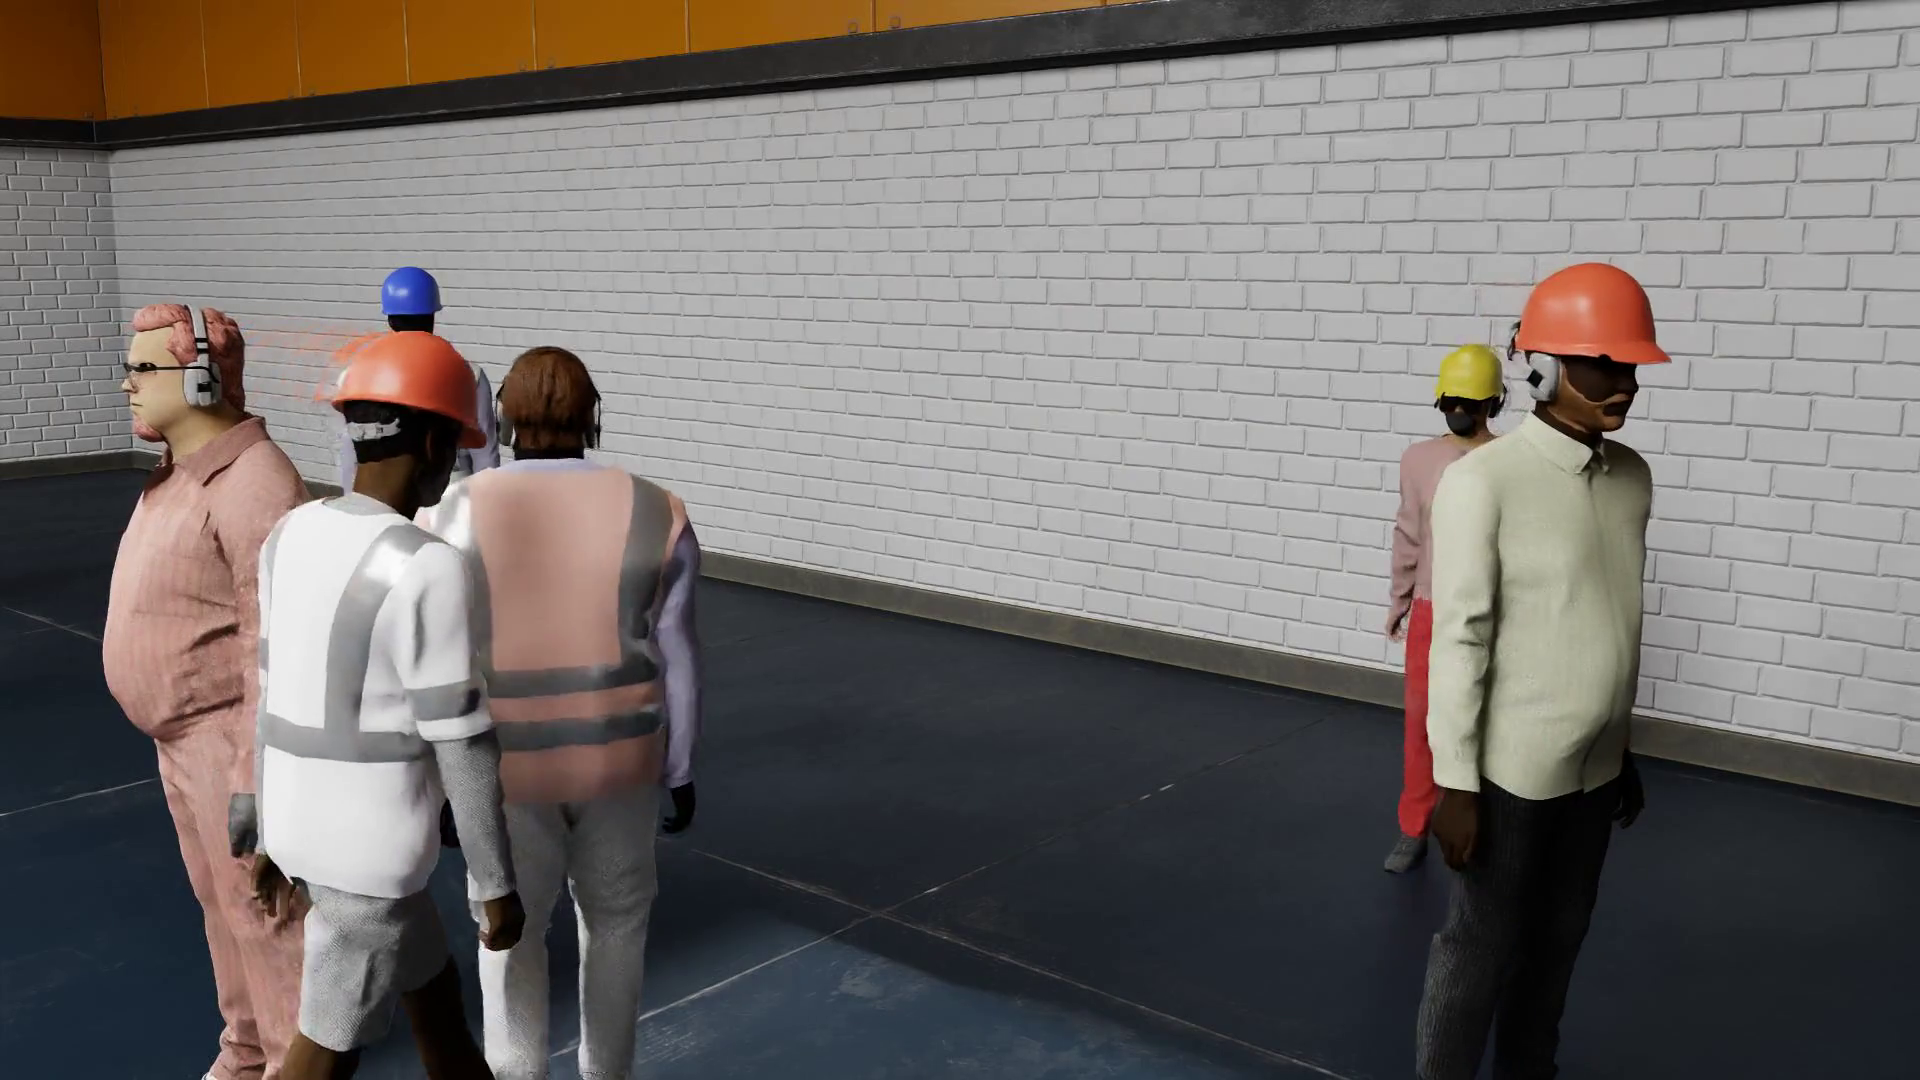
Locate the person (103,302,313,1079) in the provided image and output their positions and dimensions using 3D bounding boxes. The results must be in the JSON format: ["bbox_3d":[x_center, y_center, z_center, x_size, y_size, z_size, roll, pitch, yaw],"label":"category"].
[{"bbox_3d":[-1.621,0.446,3.621,0.406,1.911,0.636,-8,13,-38],"label":"person"}]

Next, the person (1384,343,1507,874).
[{"bbox_3d":[1.713,0.206,5.489,0.557,1.735,0.711,10,14,44],"label":"person"}]

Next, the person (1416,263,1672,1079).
[{"bbox_3d":[1.196,0.444,3.389,0.622,1.990,0.401,-7,12,-34],"label":"person"}]

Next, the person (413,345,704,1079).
[{"bbox_3d":[-0.856,0.501,3.580,0.625,1.826,0.655,-3,10,-14],"label":"person"}]

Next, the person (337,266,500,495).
[{"bbox_3d":[-2.079,-0.076,6.470,0.605,1.951,0.380,-1,10,-4],"label":"person"}]

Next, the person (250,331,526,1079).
[{"bbox_3d":[-1.051,0.553,3.121,0.983,1.860,0.557,-10,14,-43],"label":"person"}]
